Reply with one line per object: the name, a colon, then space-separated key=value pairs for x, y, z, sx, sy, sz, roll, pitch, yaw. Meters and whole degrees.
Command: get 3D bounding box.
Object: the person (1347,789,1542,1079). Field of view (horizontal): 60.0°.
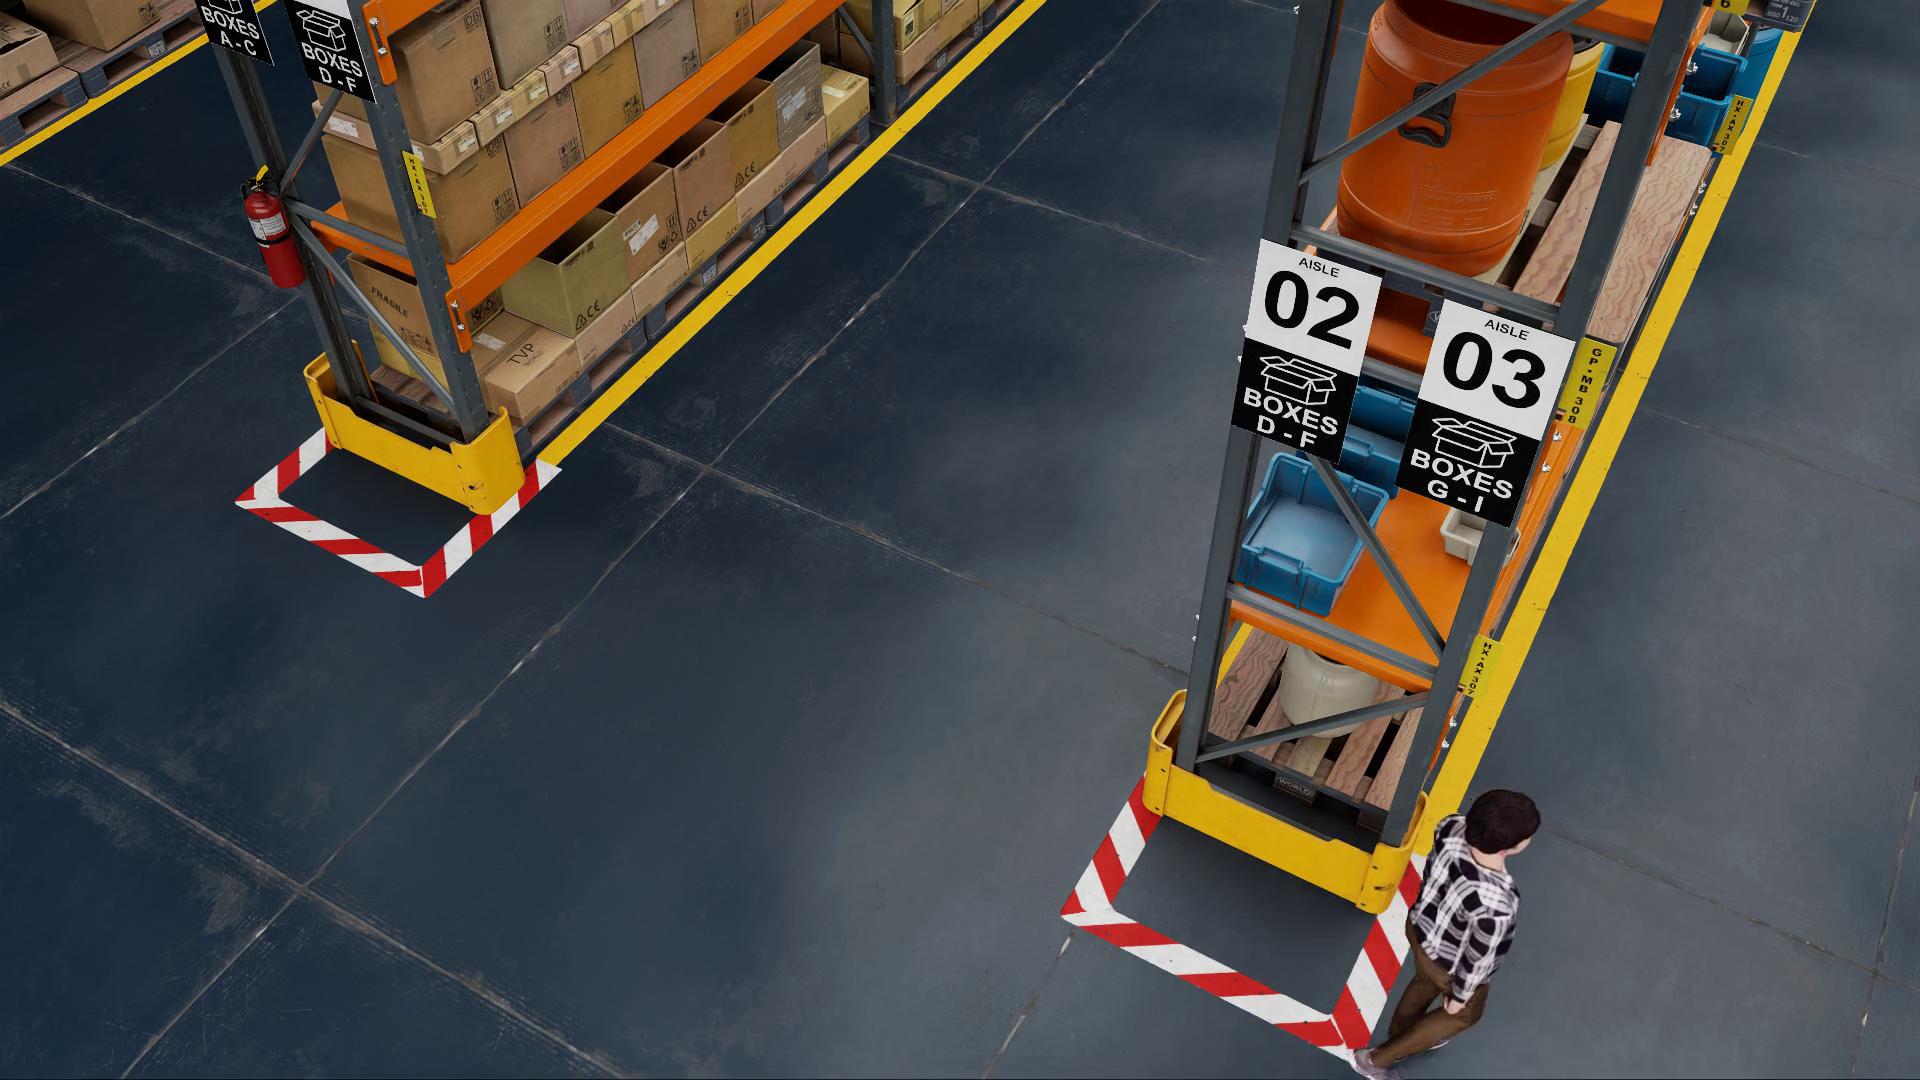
person: x=1.709 y=1.481 z=6.040 sx=0.900 sy=1.799 sz=0.839 roll=-12 pitch=48 yaw=-11
